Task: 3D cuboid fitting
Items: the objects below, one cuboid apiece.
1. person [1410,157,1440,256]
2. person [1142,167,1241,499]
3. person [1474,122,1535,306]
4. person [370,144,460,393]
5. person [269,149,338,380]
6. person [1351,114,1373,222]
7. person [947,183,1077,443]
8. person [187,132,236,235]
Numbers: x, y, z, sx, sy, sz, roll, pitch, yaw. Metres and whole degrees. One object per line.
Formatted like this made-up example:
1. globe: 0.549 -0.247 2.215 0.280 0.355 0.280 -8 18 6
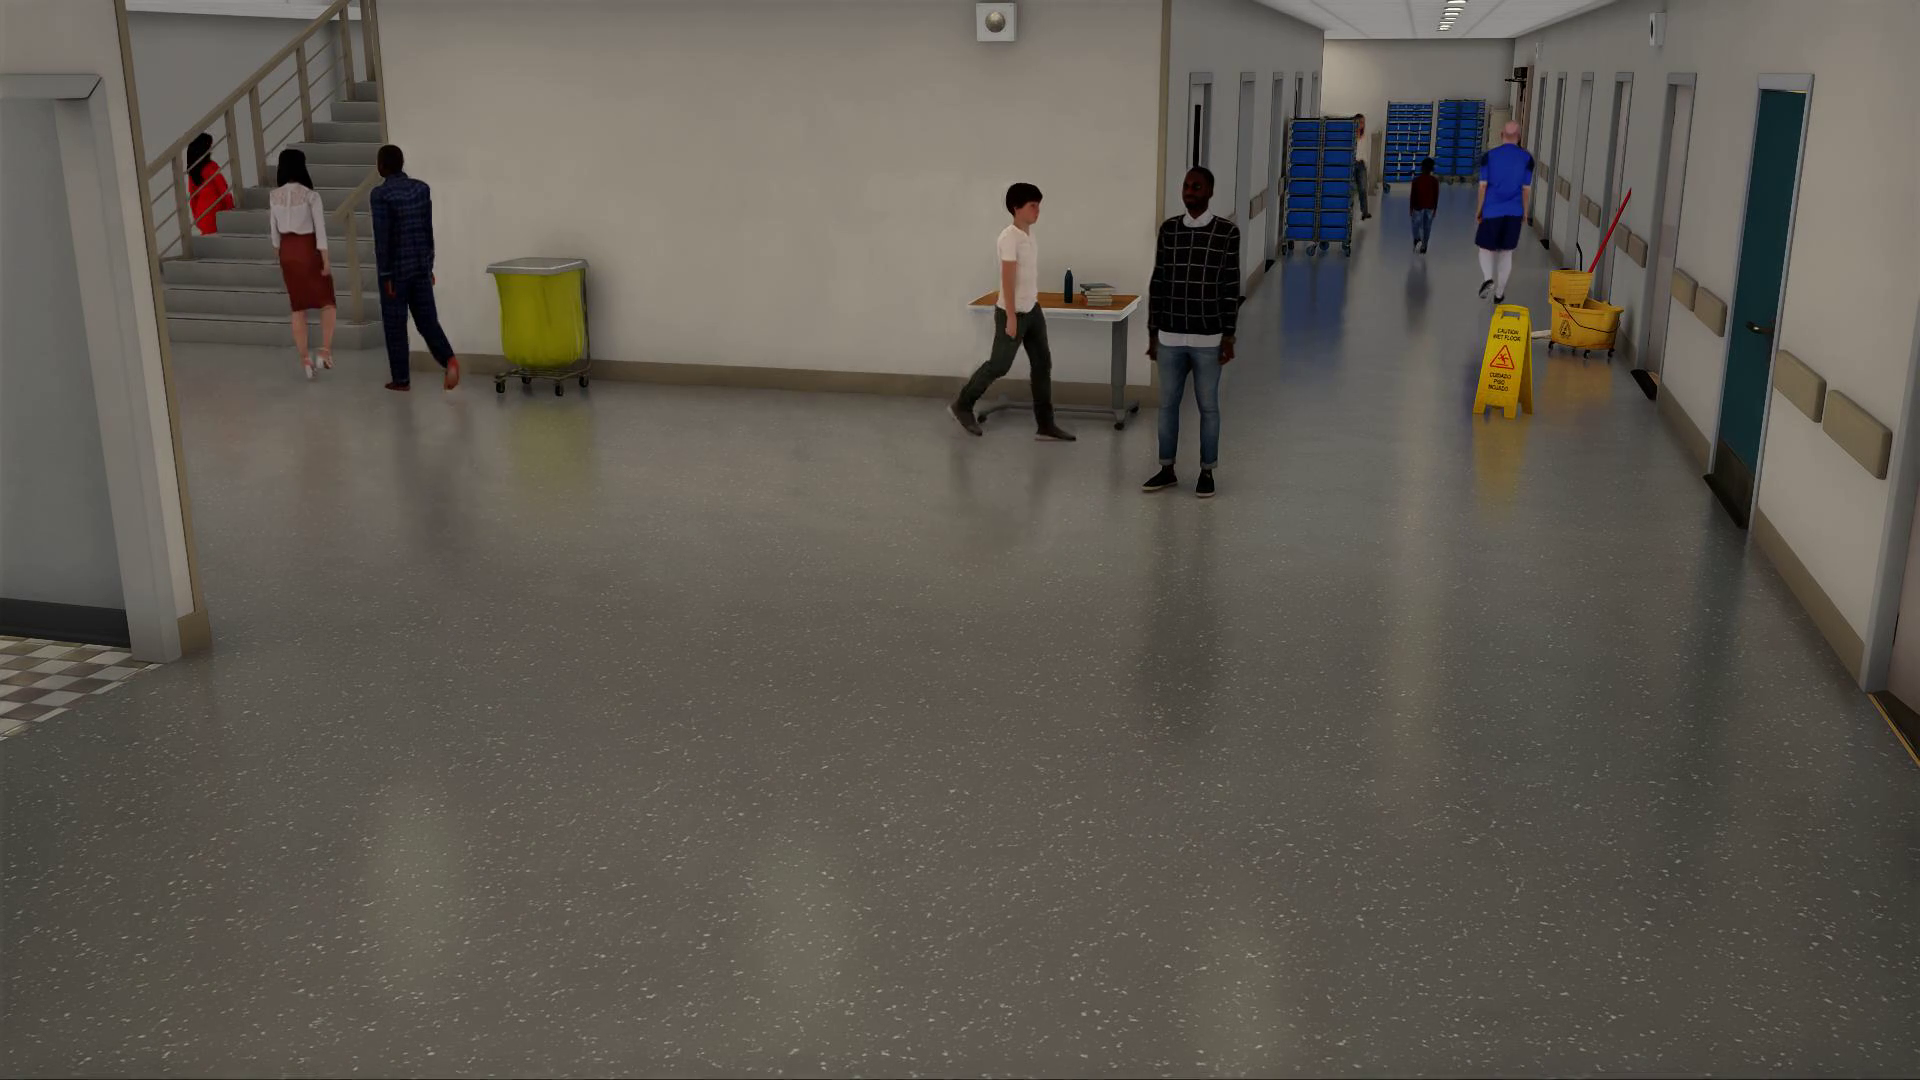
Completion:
1. person: 6.000 -4.292 21.457 0.553 1.247 0.687 2 16 6
2. person: 1.308 -1.168 9.320 0.701 1.820 0.615 7 17 25
3. person: 5.487 -3.294 16.848 0.667 1.827 0.744 4 16 15
4. person: -3.968 -1.932 12.079 1.033 1.793 1.100 14 21 41
5. person: -5.073 -2.090 12.748 0.663 1.735 0.662 1 16 4
6. person: 6.152 -5.827 26.168 0.915 1.645 1.139 -3 16 -10
7. person: 0.290 -1.418 10.572 0.822 1.621 1.110 9 18 28
8. person: -7.448 -3.130 16.485 0.789 1.709 1.025 9 18 29
